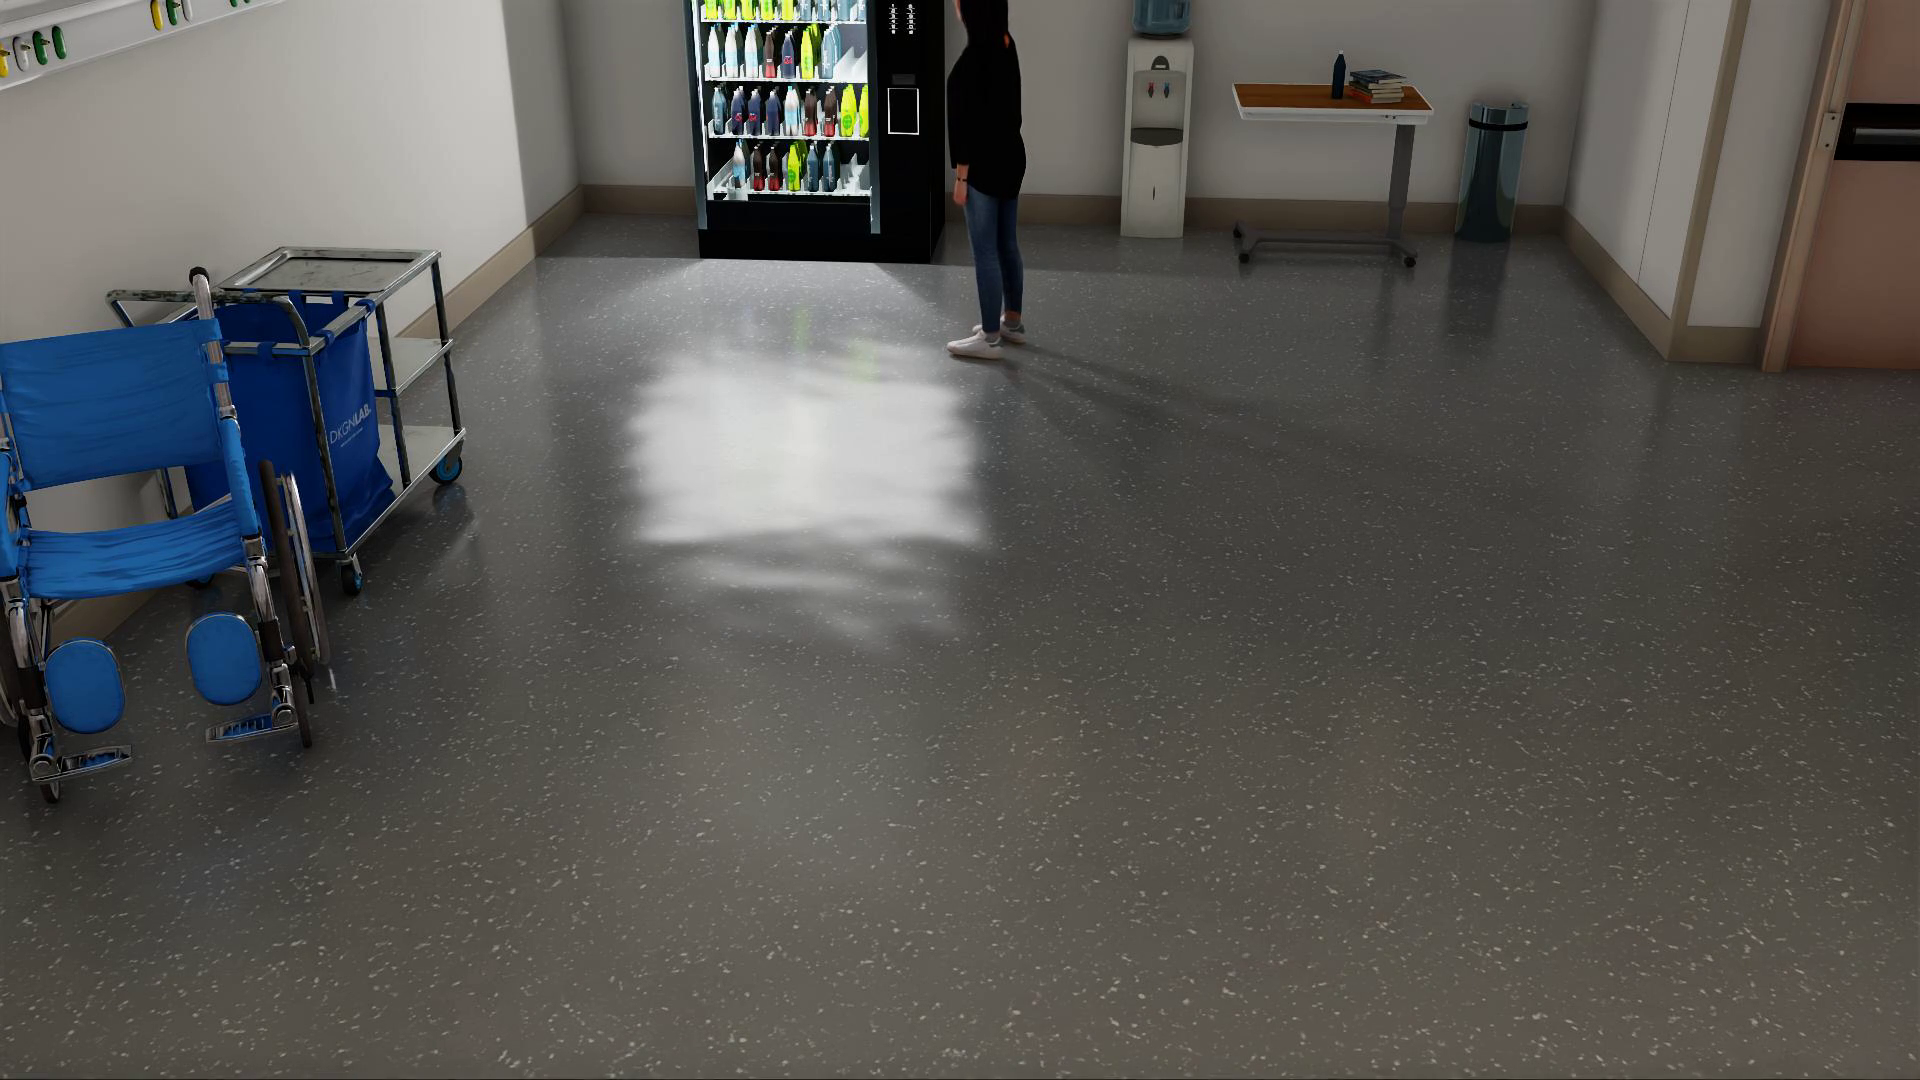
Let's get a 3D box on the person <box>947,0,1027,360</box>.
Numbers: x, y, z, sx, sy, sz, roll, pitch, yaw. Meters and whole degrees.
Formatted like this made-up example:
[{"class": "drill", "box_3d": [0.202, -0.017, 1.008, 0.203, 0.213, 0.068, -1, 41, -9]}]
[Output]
[{"class": "person", "box_3d": [0.136, -1.605, 7.096, 0.632, 1.643, 0.624, 13, 28, 24]}]
